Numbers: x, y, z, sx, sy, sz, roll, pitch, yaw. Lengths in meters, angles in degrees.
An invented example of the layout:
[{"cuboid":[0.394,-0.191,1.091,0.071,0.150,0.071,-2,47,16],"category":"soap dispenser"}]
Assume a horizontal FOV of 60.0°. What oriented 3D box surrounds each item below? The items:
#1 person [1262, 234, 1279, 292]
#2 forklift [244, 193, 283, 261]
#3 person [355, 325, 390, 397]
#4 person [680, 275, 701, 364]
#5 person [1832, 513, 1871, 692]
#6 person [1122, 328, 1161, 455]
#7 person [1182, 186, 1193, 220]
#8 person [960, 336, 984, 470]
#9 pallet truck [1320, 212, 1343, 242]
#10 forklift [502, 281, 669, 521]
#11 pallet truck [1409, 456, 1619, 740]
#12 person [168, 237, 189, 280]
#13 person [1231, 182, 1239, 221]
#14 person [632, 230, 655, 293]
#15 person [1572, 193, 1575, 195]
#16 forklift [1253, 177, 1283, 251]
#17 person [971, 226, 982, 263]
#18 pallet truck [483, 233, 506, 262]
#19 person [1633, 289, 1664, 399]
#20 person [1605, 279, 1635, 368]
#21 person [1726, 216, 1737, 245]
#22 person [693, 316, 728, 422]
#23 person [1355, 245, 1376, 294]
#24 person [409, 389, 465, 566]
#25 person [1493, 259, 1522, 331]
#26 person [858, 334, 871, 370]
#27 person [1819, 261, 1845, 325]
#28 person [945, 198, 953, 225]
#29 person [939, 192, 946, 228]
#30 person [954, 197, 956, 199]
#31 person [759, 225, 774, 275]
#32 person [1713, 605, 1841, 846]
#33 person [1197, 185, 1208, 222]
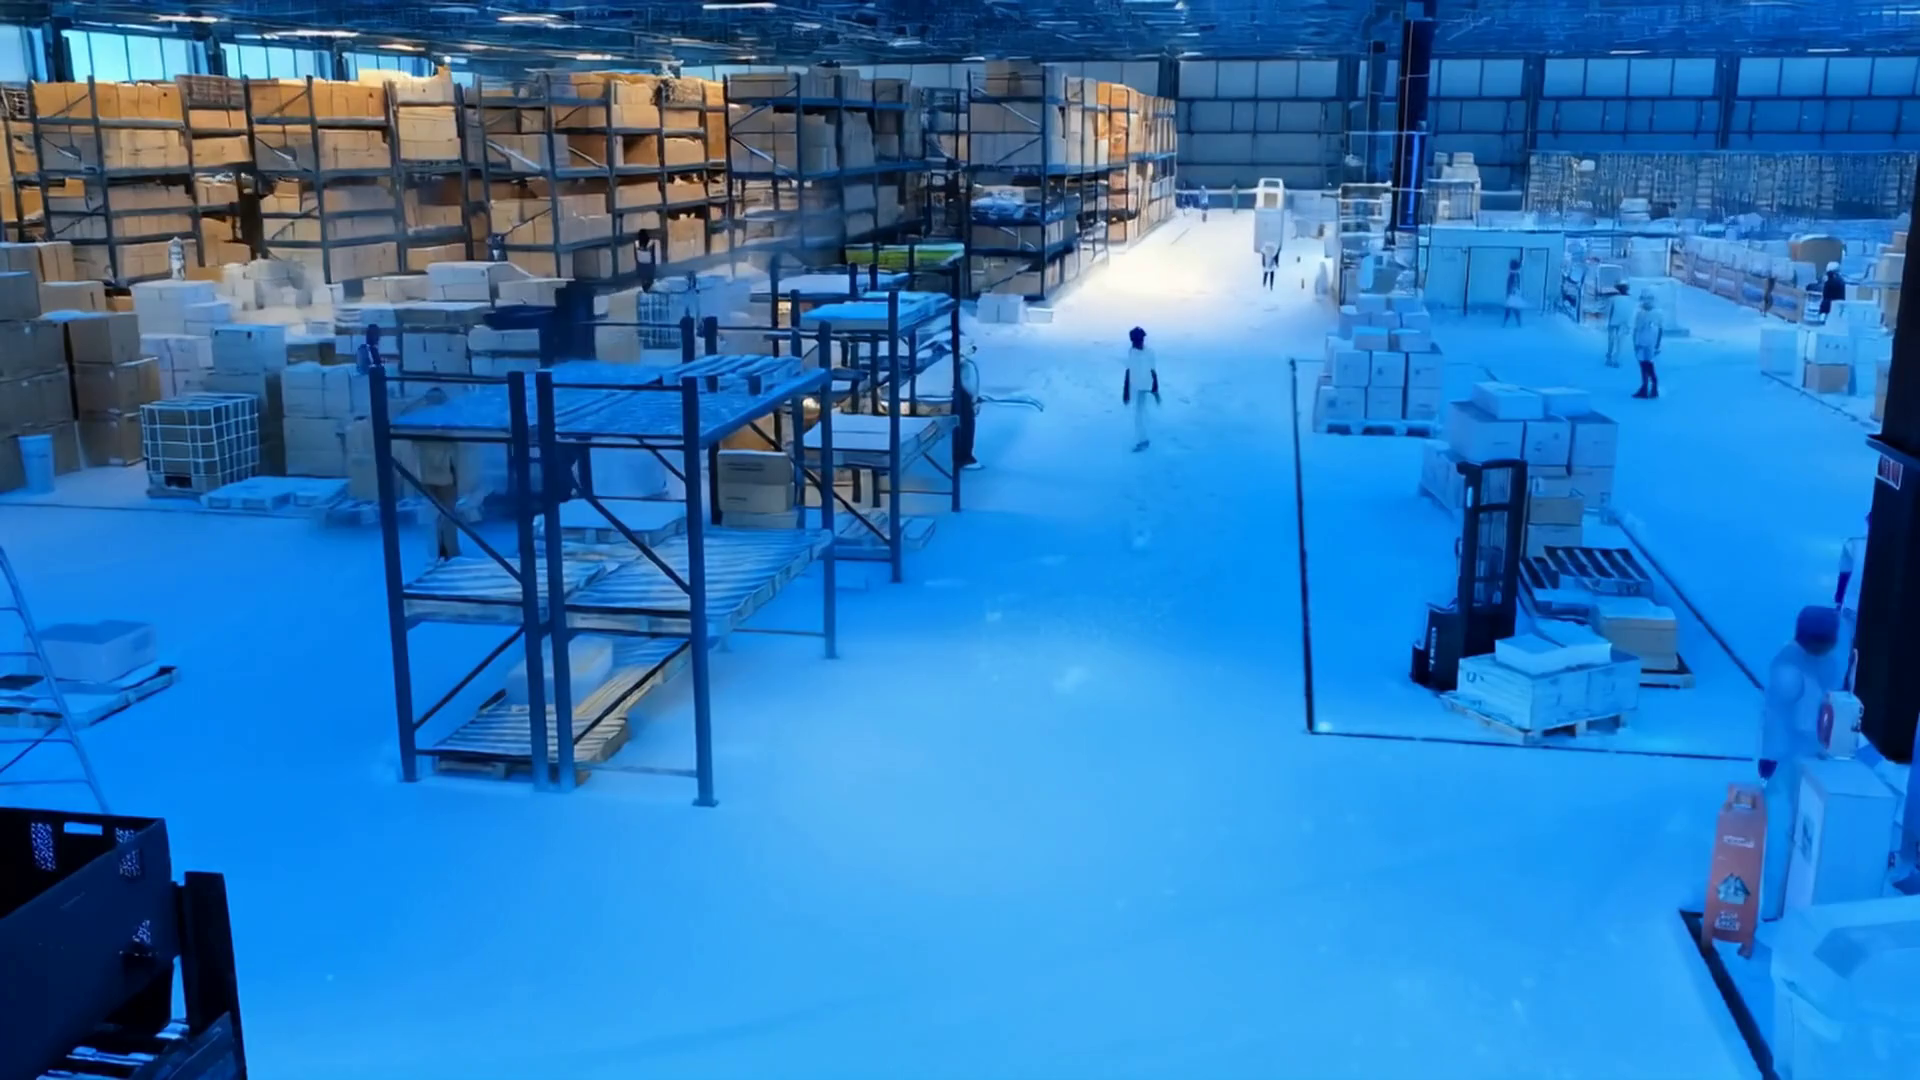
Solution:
[{"cuboid":[9.005,-8.044,48.297,0.533,1.698,0.322,-4,14,-17],"category":"person"},{"cuboid":[-20.176,-8.661,48.366,1.873,2.768,1.129,10,17,36],"category":"forklift"},{"cuboid":[-8.622,-2.254,24.518,1.006,1.824,0.587,0,14,2],"category":"person"},{"cuboid":[-5.325,-4.299,32.780,0.456,1.843,0.641,2,14,8],"category":"person"},{"cuboid":[7.448,0.529,13.578,0.892,1.649,0.547,-9,16,-32],"category":"person"},{"cuboid":[2.604,-2.166,24.185,0.733,1.837,0.638,-13,19,-41],"category":"person"},{"cuboid":[11.988,-17.774,87.654,0.533,1.772,0.297,3,14,12],"category":"person"},{"cuboid":[0.107,-1.896,23.030,0.336,1.845,0.513,-7,16,-28],"category":"person"},{"cuboid":[15.874,-13.227,70.310,0.680,1.201,1.601,10,17,35],"category":"pallet truck"},{"cuboid":[-4.569,-1.709,20.144,1.873,2.768,1.129,-1,14,-4],"category":"forklift"},{"cuboid":[4.504,0.400,13.395,0.823,1.965,1.885,-6,15,-23],"category":"pallet truck"},{"cuboid":[-22.334,-7.835,47.564,0.514,1.641,0.309,-5,15,-19],"category":"person"},{"cuboid":[14.302,-17.589,86.438,0.381,1.994,0.622,1,14,4],"category":"person"},{"cuboid":[-8.982,-7.847,47.154,0.601,1.864,1.020,2,14,10],"category":"person"},{"cuboid":[33.312,-18.381,89.975,0.564,1.838,0.388,-8,16,-30],"category":"person"},{"cuboid":[12.083,-12.747,64.956,1.129,2.768,1.873,3,14,10],"category":"forklift"},{"cuboid":[0.542,-10.250,56.954,0.429,1.845,0.627,10,17,34],"category":"person"},{"cuboid":[-11.832,-7.026,43.548,1.885,1.965,0.823,8,16,28],"category":"pallet truck"},{"cuboid":[12.029,-3.414,29.062,0.401,1.926,0.588,-6,15,-22],"category":"person"},{"cuboid":[13.056,-4.281,32.895,0.545,1.757,0.413,13,19,42],"category":"person"},{"cuboid":[26.478,-10.261,57.242,0.948,1.712,0.539,-5,15,-19],"category":"person"},{"cuboid":[-3.776,-2.469,25.313,0.599,1.873,0.960,2,14,6],"category":"person"},{"cuboid":[10.081,-6.428,41.482,0.624,1.815,0.460,-13,19,-42],"category":"person"},{"cuboid":[-5.595,-0.661,17.872,0.586,1.917,0.391,4,14,16],"category":"person"},{"cuboid":[12.881,-5.728,38.949,0.737,1.673,0.549,12,18,40],"category":"person"},{"cuboid":[-1.887,-4.301,32.548,0.607,1.966,0.367,6,15,22],"category":"person"},{"cuboid":[17.874,-4.718,34.183,0.397,1.992,0.621,-1,14,-4],"category":"person"},{"cuboid":[-0.467,-15.001,76.056,0.373,1.935,0.628,-8,16,-31],"category":"person"},{"cuboid":[-0.756,-14.688,74.778,0.360,1.939,0.543,-3,14,-11],"category":"person"},{"cuboid":[-0.066,-16.868,84.297,0.536,1.602,0.793,4,14,16],"category":"person"},{"cuboid":[-6.293,-9.429,54.060,0.534,1.619,0.380,3,14,10],"category":"person"},{"cuboid":[5.200,1.260,10.331,0.950,1.798,0.641,13,19,43],"category":"person"},{"cuboid":[12.433,-17.246,85.261,0.568,1.883,0.984,3,14,14],"category":"person"}]
